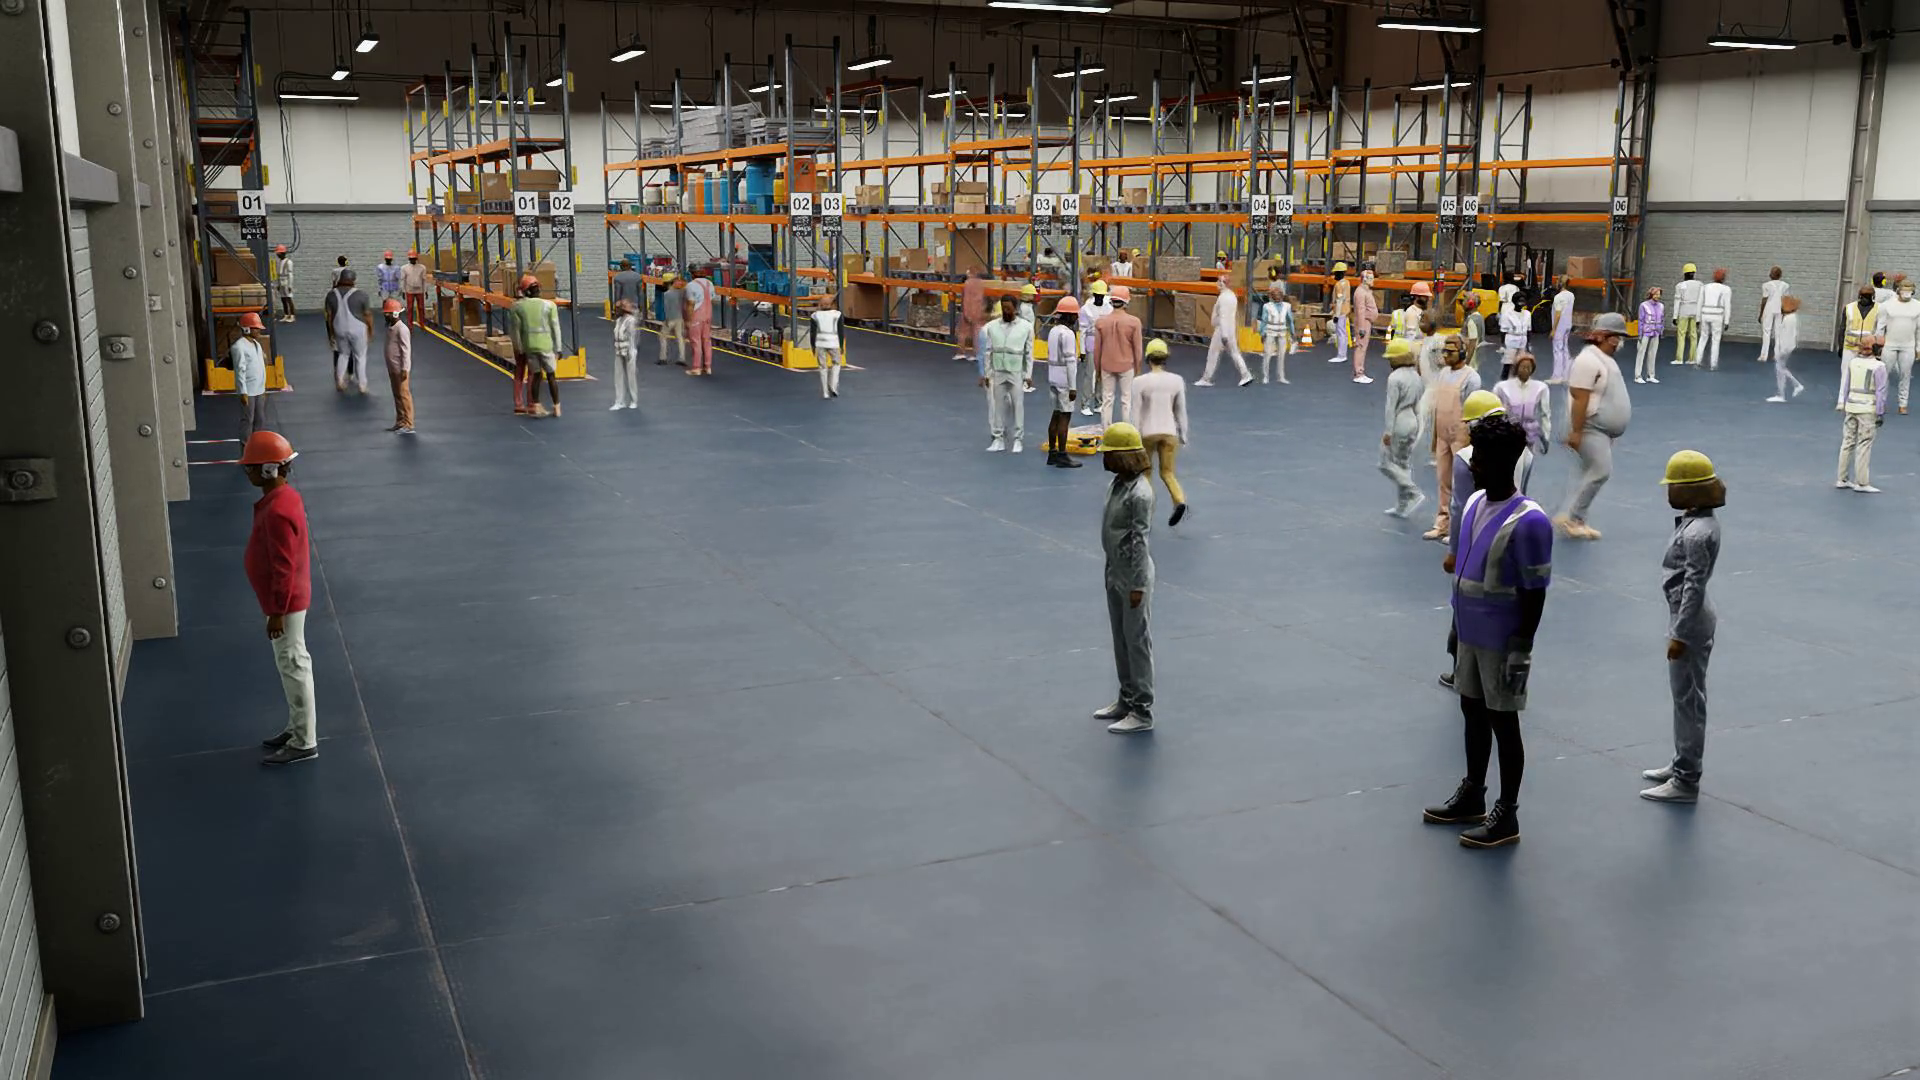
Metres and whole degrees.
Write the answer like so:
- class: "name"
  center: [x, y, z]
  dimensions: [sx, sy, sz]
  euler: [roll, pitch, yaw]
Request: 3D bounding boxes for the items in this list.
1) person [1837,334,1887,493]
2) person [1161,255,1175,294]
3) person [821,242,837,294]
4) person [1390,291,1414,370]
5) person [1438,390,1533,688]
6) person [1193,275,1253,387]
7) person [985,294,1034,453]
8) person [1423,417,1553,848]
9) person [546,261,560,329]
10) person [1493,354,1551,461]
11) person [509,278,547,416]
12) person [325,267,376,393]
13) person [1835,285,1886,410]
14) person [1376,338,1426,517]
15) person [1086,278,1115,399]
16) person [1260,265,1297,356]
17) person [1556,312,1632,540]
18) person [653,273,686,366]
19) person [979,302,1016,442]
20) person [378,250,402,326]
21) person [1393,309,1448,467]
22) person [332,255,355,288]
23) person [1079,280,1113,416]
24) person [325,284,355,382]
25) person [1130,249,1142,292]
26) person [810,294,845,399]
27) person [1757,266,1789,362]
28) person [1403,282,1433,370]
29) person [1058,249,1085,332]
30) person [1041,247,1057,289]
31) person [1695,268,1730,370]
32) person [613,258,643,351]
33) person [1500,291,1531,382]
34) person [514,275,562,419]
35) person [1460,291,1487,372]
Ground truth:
- class: "person"
  center: [9.363, -1.315, 17.239]
  dimensions: [0.311, 1.638, 0.522]
  euler: [-2, 11, -12]
- class: "person"
  center: [6.535, -8.202, 52.384]
  dimensions: [0.500, 1.585, 0.898]
  euler: [-4, 12, -21]
- class: "person"
  center: [-3.893, -7.839, 49.440]
  dimensions: [0.610, 2.024, 0.492]
  euler: [11, 15, 44]
- class: "person"
  center: [6.872, -2.992, 25.645]
  dimensions: [0.538, 1.690, 0.318]
  euler: [9, 14, 37]
- class: "person"
  center: [3.153, 0.008, 10.052]
  dimensions: [0.590, 1.822, 0.404]
  euler: [-6, 13, -29]
- class: "person"
  center: [4.432, -3.469, 27.638]
  dimensions: [0.986, 1.868, 0.647]
  euler: [6, 12, 27]
- class: "person"
  center: [0.590, -2.011, 20.071]
  dimensions: [0.597, 1.914, 0.373]
  euler: [4, 12, 18]
- class: "person"
  center: [2.422, 0.417, 7.600]
  dimensions: [0.361, 1.964, 0.613]
  euler: [-3, 11, -13]
- class: "person"
  center: [-9.688, -5.712, 39.318]
  dimensions: [0.494, 1.743, 0.302]
  euler: [4, 12, 21]
- class: "person"
  center: [5.166, -0.921, 15.352]
  dimensions: [0.526, 1.580, 0.874]
  euler: [1, 11, 5]
- class: "person"
  center: [-6.139, -2.756, 23.699]
  dimensions: [0.622, 1.983, 0.419]
  euler: [7, 13, 32]
- class: "person"
  center: [-9.752, -3.375, 26.683]
  dimensions: [0.698, 2.000, 0.536]
  euler: [1, 11, 6]
- class: "person"
  center: [13.128, -2.789, 24.233]
  dimensions: [0.622, 1.838, 0.429]
  euler: [7, 13, 30]
- class: "person"
  center: [4.170, -1.040, 15.633]
  dimensions: [0.438, 1.718, 0.524]
  euler: [11, 16, 44]
- class: "person"
  center: [2.207, -3.111, 25.747]
  dimensions: [0.574, 1.883, 0.361]
  euler: [-2, 11, -8]
- class: "person"
  center: [6.466, -4.641, 33.668]
  dimensions: [0.818, 1.835, 0.555]
  euler: [-4, 12, -17]
- class: "person"
  center: [5.607, -1.004, 14.631]
  dimensions: [0.543, 2.000, 0.713]
  euler: [8, 14, 36]
- class: "person"
  center: [-5.524, -4.168, 31.483]
  dimensions: [0.767, 1.735, 0.542]
  euler: [6, 13, 30]
- class: "person"
  center: [0.510, -2.130, 20.959]
  dimensions: [0.613, 1.809, 0.483]
  euler: [-4, 12, -19]
- class: "person"
  center: [-14.437, -6.362, 42.148]
  dimensions: [0.580, 1.922, 0.602]
  euler: [-4, 12, -20]
- class: "person"
  center: [5.217, -1.701, 18.790]
  dimensions: [0.932, 1.802, 0.538]
  euler: [1, 11, 4]
- class: "person"
  center: [-14.710, -5.855, 39.737]
  dimensions: [0.535, 1.864, 0.314]
  euler: [-2, 11, -11]
- class: "person"
  center: [1.964, -2.736, 23.731]
  dimensions: [0.591, 1.923, 0.381]
  euler: [-7, 13, -30]
- class: "person"
  center: [-10.516, -3.514, 28.315]
  dimensions: [0.540, 1.687, 0.518]
  euler: [-3, 12, -16]
- class: "person"
  center: [5.163, -7.614, 48.793]
  dimensions: [0.586, 1.824, 0.404]
  euler: [-11, 15, -44]
- class: "person"
  center: [-2.057, -3.006, 25.853]
  dimensions: [0.555, 1.618, 0.488]
  euler: [1, 11, 5]
- class: "person"
  center: [15.786, -4.380, 32.293]
  dimensions: [0.514, 1.842, 0.328]
  euler: [1, 11, 3]
- class: "person"
  center: [6.301, -2.591, 22.962]
  dimensions: [0.375, 1.935, 0.551]
  euler: [5, 12, 24]
- class: "person"
  center: [2.628, -5.946, 39.749]
  dimensions: [0.698, 2.000, 0.610]
  euler: [-4, 12, -22]
- class: "person"
  center: [2.606, -7.666, 48.977]
  dimensions: [0.603, 1.880, 1.002]
  euler: [-5, 12, -25]
- class: "person"
  center: [13.838, -4.060, 30.575]
  dimensions: [0.345, 1.883, 0.594]
  euler: [-9, 14, -39]
- class: "person"
  center: [-6.934, -4.910, 34.762]
  dimensions: [0.627, 1.934, 0.372]
  euler: [-7, 13, -33]
- class: "person"
  center: [8.537, -2.979, 25.594]
  dimensions: [0.537, 1.683, 0.338]
  euler: [-4, 12, -21]
- class: "person"
  center: [-5.910, -2.698, 23.333]
  dimensions: [0.634, 2.016, 0.417]
  euler: [1, 11, 5]
- class: "person"
  center: [6.767, -2.363, 22.032]
  dimensions: [0.389, 1.847, 0.567]
  euler: [4, 12, 20]
